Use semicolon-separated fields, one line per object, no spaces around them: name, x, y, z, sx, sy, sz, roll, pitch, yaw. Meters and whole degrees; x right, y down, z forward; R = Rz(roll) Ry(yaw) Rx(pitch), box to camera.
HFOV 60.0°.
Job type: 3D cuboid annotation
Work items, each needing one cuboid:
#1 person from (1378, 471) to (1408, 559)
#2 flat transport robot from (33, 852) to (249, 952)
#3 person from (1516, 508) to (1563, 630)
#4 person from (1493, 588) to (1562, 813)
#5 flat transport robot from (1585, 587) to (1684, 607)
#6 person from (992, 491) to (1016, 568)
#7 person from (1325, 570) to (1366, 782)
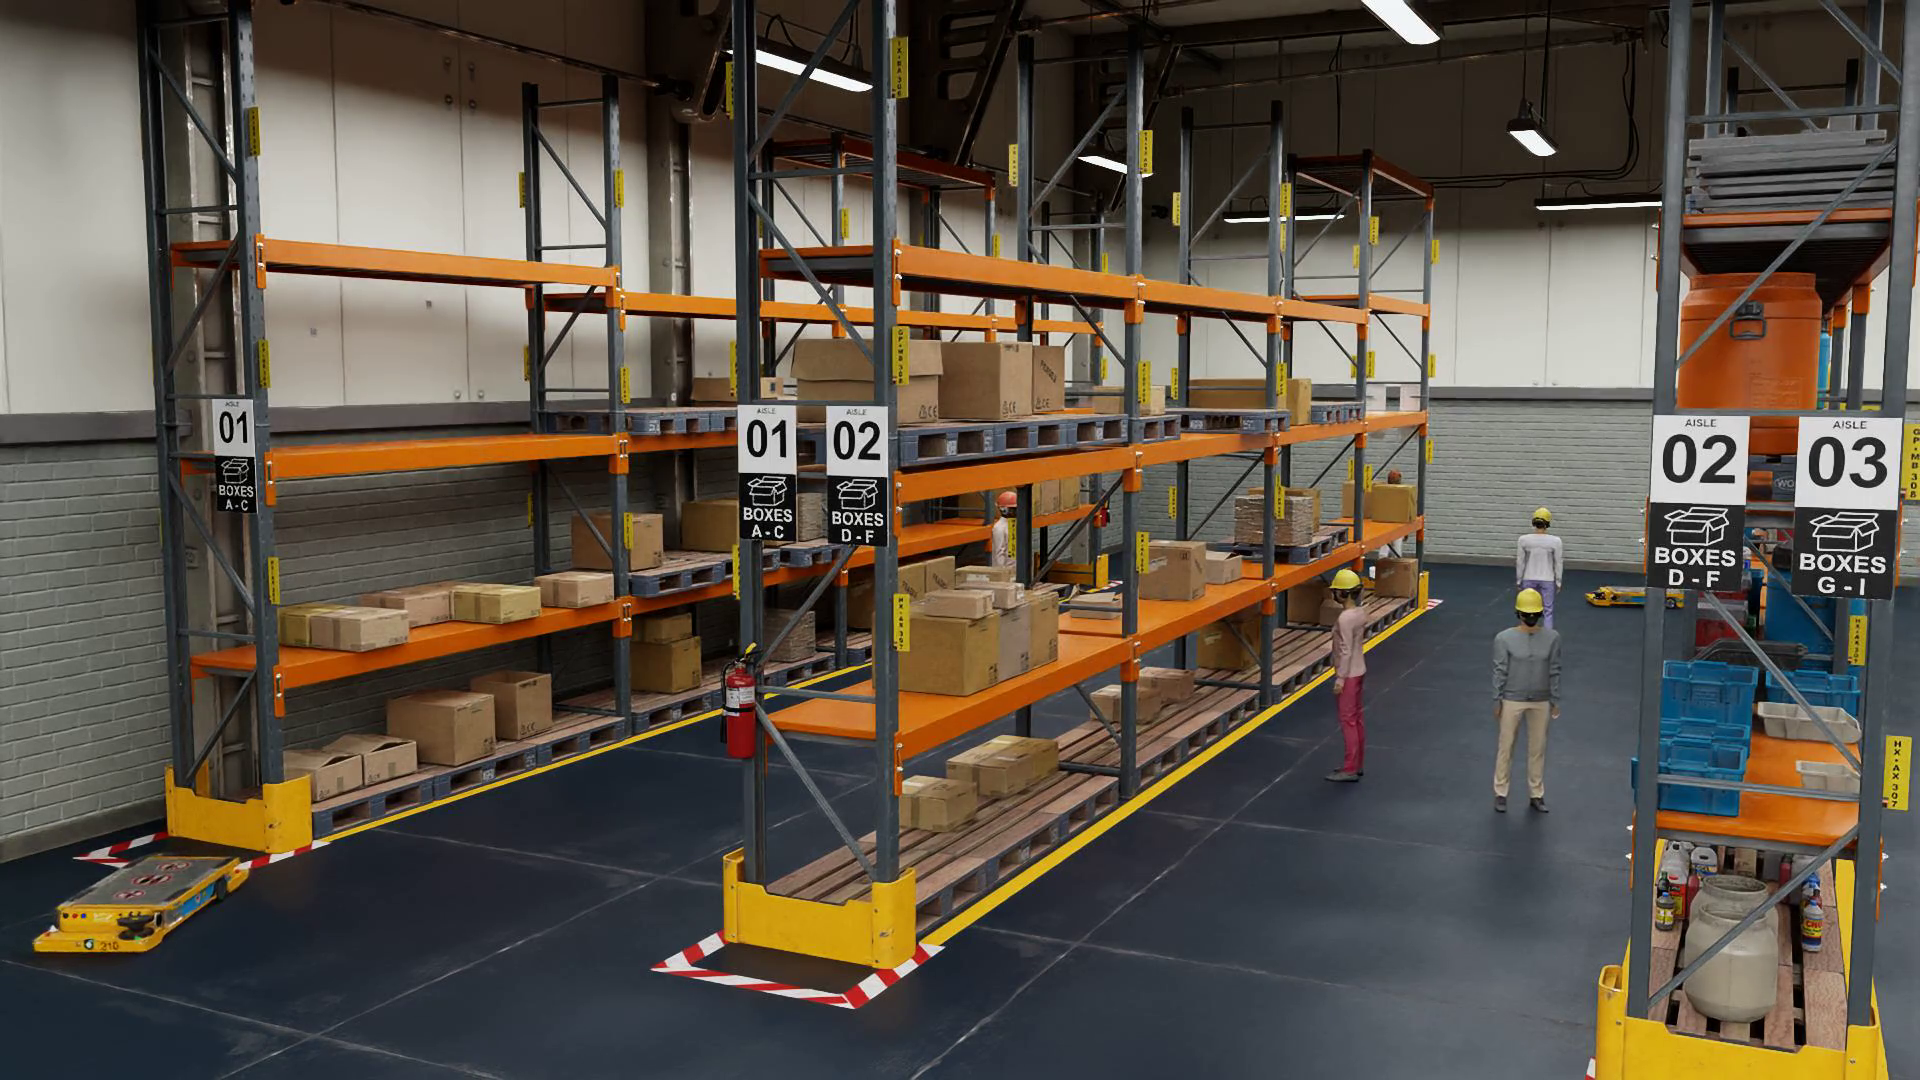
person;6.666;-0.129;25.681;0.583;1.860;0.396;-2;6;-22
flat transport robot;-5.049;2.228;10.337;0.652;0.197;1.431;0;6;0
person;6.964;0.495;19.995;0.534;1.767;0.318;3;6;25
person;4.369;1.241;12.814;0.530;1.760;0.368;0;6;1
flat transport robot;9.858;0.818;24.045;1.431;0.197;0.652;1;6;10
person;0.555;0.422;19.595;0.375;1.997;0.612;1;6;13
person;3.209;1.127;13.854;0.323;1.767;0.533;3;7;27
